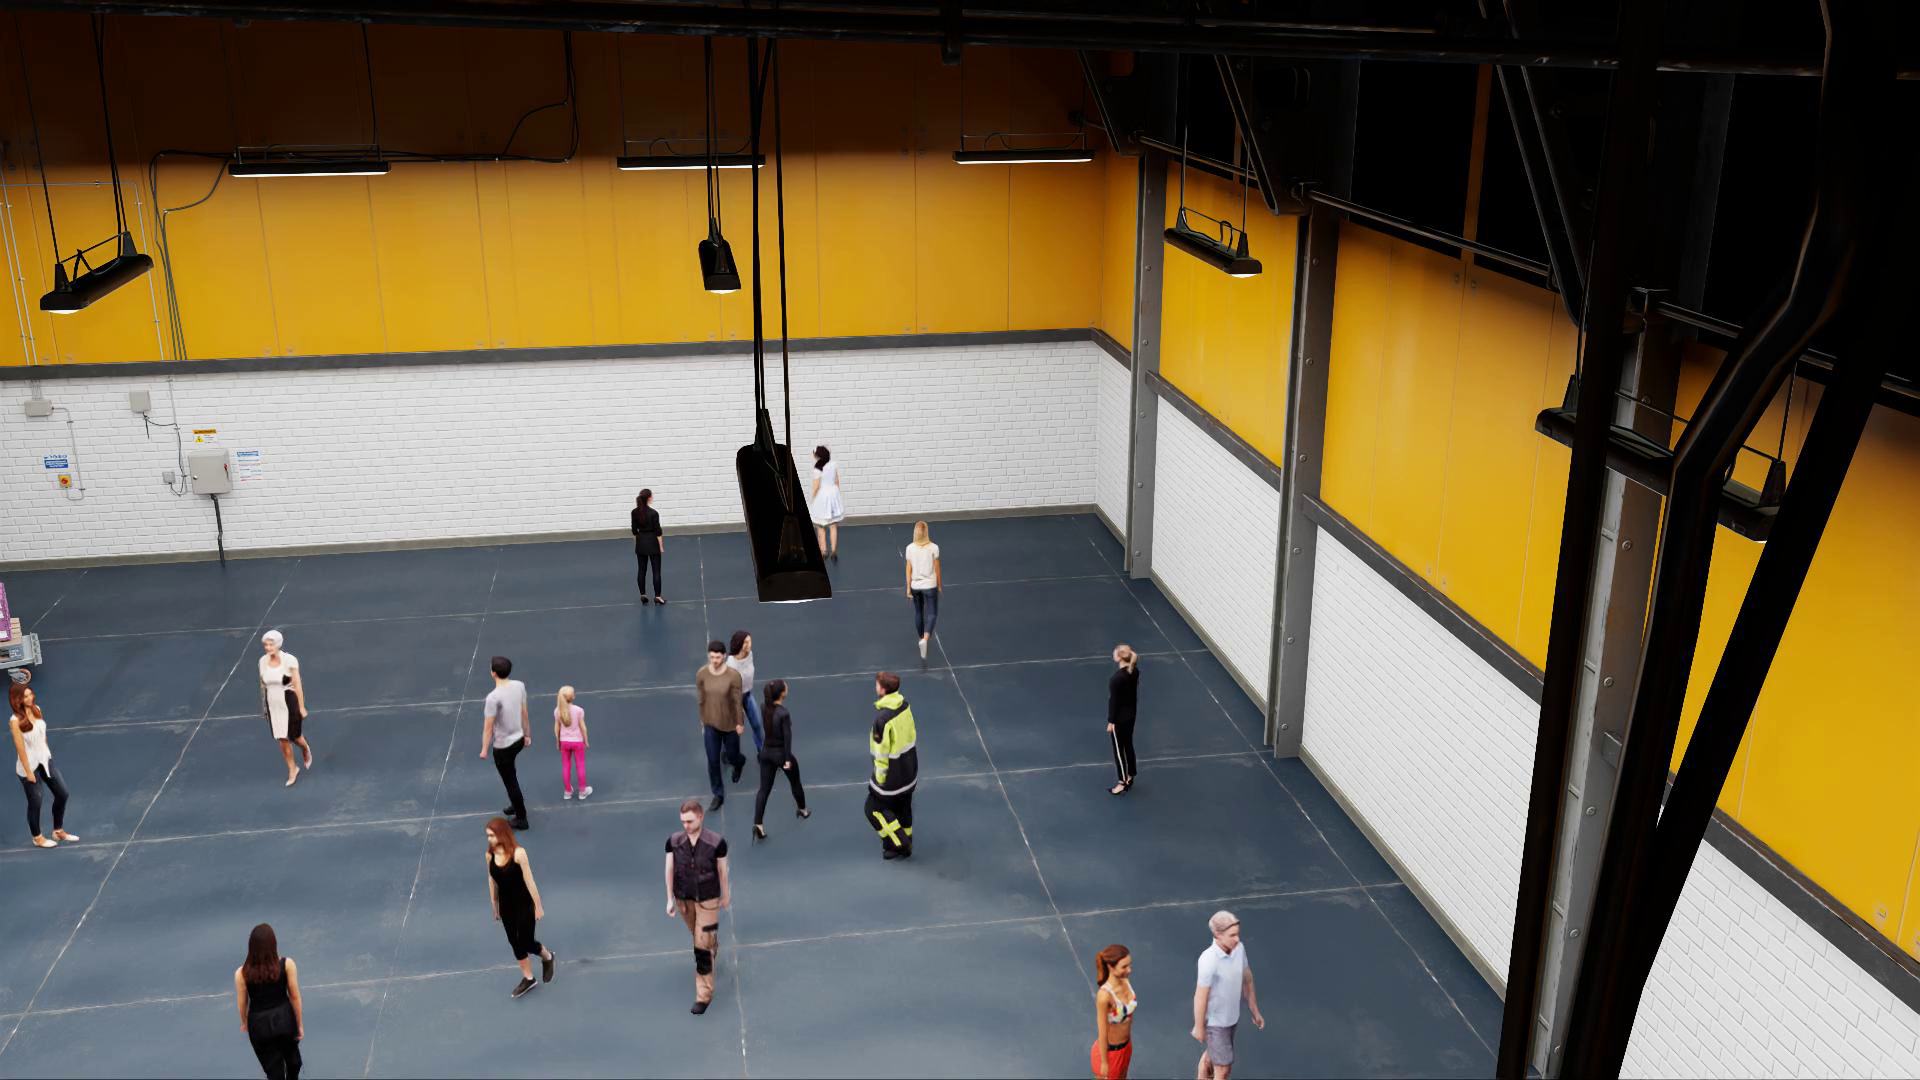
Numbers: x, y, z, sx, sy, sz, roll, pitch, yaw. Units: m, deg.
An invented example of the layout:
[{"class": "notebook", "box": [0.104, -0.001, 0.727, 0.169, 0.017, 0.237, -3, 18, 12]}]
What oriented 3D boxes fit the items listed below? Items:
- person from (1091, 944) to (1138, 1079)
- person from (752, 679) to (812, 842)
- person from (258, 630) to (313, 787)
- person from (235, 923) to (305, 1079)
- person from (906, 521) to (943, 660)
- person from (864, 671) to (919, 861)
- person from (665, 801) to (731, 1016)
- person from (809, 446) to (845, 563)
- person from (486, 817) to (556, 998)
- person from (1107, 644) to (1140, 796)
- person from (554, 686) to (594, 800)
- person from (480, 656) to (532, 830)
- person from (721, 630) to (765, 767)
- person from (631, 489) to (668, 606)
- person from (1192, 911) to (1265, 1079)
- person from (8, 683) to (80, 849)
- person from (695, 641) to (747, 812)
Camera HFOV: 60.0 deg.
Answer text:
[{"class": "person", "box": [1.101, 3.718, 12.076, 0.728, 1.790, 0.661, 11, 22, 31]}, {"class": "person", "box": [-1.895, 2.227, 16.692, 1.033, 1.668, 1.067, 14, 23, 36]}, {"class": "person", "box": [-7.229, 1.775, 17.917, 0.780, 1.744, 0.876, 3, 19, 9]}, {"class": "person", "box": [-5.105, 3.689, 12.380, 0.815, 1.650, 1.128, -10, 21, -28]}, {"class": "person", "box": [-0.461, 0.656, 21.168, 0.842, 1.789, 1.100, 3, 19, 9]}, {"class": "person", "box": [-0.573, 2.222, 16.233, 0.986, 1.971, 0.908, 10, 21, 27]}, {"class": "person", "box": [-2.209, 3.008, 14.191, 0.994, 1.785, 1.305, 3, 19, 9]}, {"class": "person", "box": [-1.982, -0.554, 24.737, 0.809, 1.804, 0.866, -6, 20, -18]}, {"class": "person", "box": [-3.701, 3.072, 14.128, 0.793, 1.704, 0.874, 6, 20, 18]}, {"class": "person", "box": [1.739, 1.895, 17.623, 0.703, 1.705, 0.744, -17, 25, -42]}, {"class": "person", "box": [-4.112, 2.131, 17.601, 0.530, 1.271, 0.545, 1, 19, 2]}, {"class": "person", "box": [-4.511, 2.080, 16.841, 0.876, 1.852, 0.790, 7, 20, 20]}, {"class": "person", "box": [-2.497, 1.746, 18.225, 0.969, 1.602, 0.931, 11, 22, 30]}, {"class": "person", "box": [-4.320, 0.102, 23.015, 0.688, 1.662, 0.705, 6, 20, 18]}, {"class": "person", "box": [1.879, 3.560, 12.508, 1.009, 1.813, 0.925, 16, 24, 39]}, {"class": "person", "box": [-9.250, 2.240, 16.492, 0.782, 1.773, 0.708, 3, 19, 9]}, {"class": "person", "box": [-2.471, 1.884, 17.404, 0.864, 1.865, 1.063, 4, 19, 11]}]
